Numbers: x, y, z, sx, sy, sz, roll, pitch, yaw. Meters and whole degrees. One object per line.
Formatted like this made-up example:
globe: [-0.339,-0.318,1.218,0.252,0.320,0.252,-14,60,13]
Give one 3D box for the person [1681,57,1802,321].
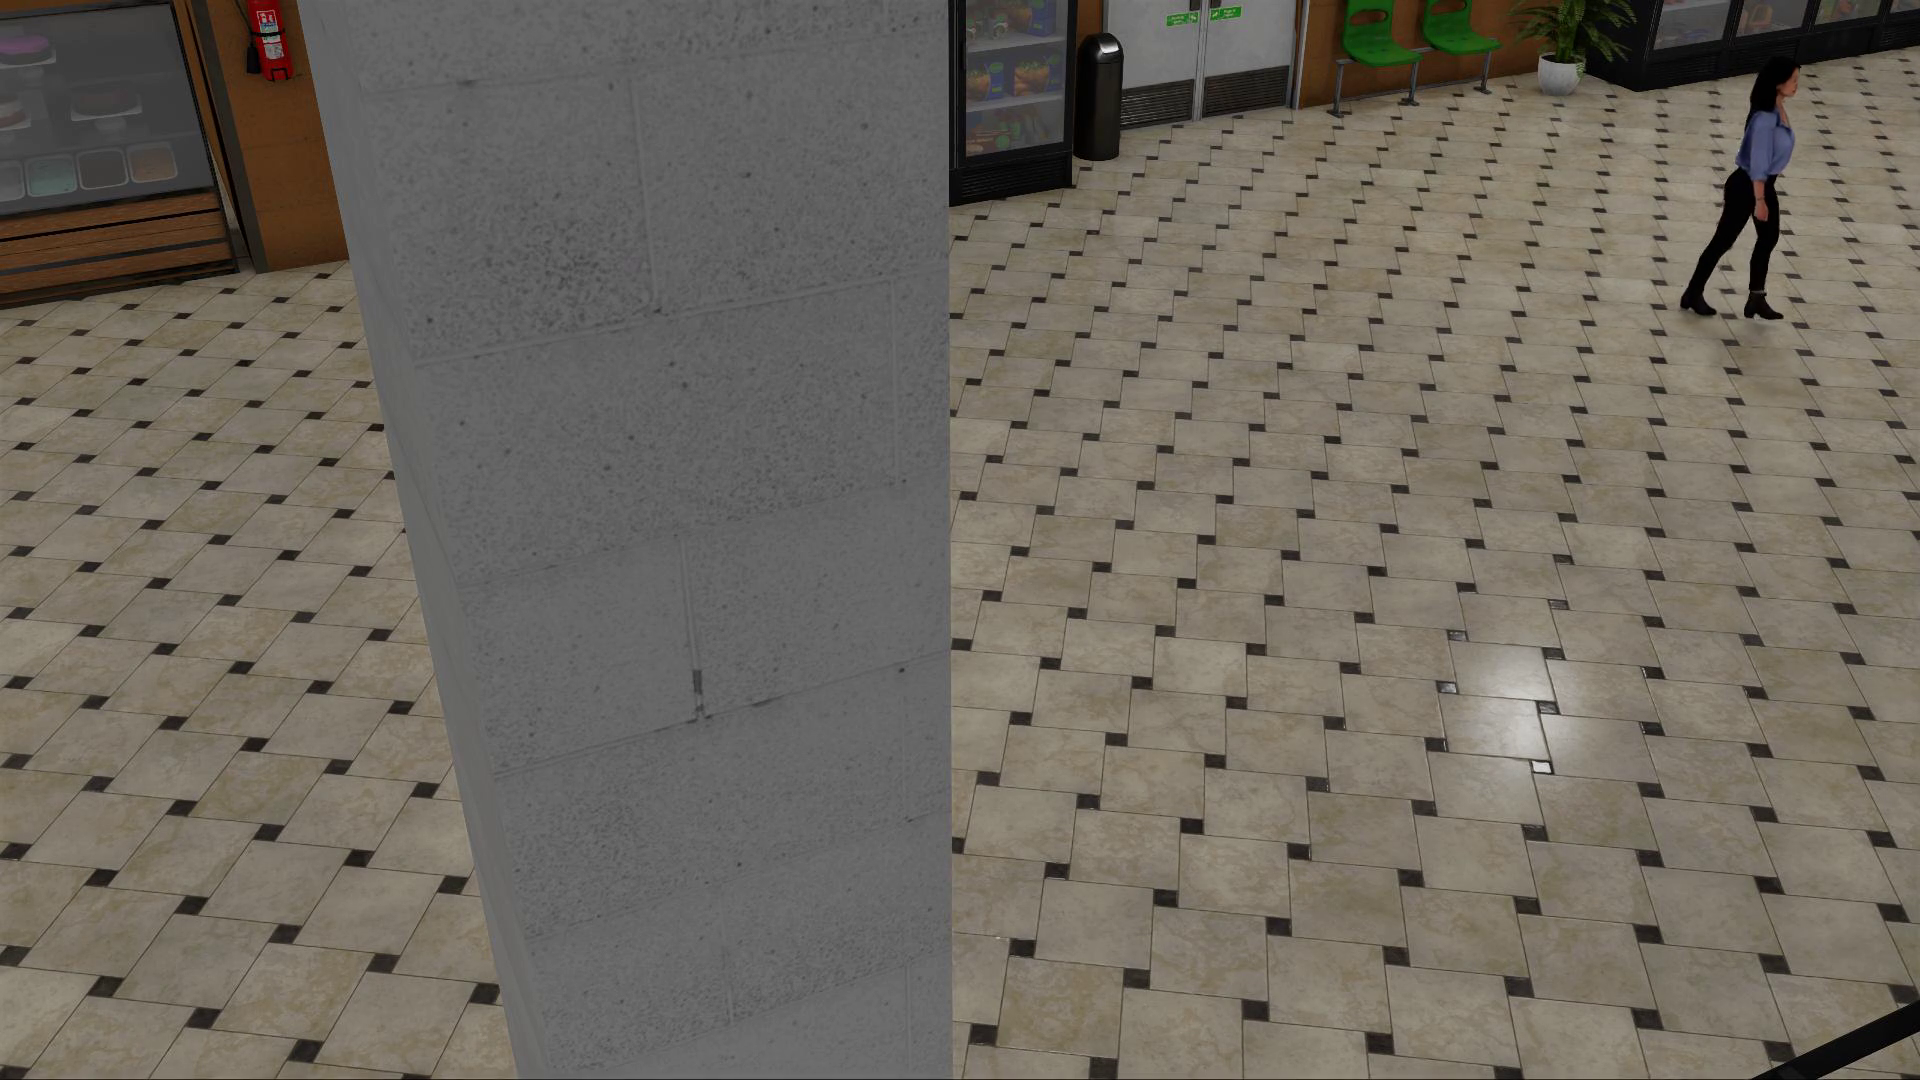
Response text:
person: [4.967,-2.229,10.666,1.001,1.723,0.893,21,38,30]
